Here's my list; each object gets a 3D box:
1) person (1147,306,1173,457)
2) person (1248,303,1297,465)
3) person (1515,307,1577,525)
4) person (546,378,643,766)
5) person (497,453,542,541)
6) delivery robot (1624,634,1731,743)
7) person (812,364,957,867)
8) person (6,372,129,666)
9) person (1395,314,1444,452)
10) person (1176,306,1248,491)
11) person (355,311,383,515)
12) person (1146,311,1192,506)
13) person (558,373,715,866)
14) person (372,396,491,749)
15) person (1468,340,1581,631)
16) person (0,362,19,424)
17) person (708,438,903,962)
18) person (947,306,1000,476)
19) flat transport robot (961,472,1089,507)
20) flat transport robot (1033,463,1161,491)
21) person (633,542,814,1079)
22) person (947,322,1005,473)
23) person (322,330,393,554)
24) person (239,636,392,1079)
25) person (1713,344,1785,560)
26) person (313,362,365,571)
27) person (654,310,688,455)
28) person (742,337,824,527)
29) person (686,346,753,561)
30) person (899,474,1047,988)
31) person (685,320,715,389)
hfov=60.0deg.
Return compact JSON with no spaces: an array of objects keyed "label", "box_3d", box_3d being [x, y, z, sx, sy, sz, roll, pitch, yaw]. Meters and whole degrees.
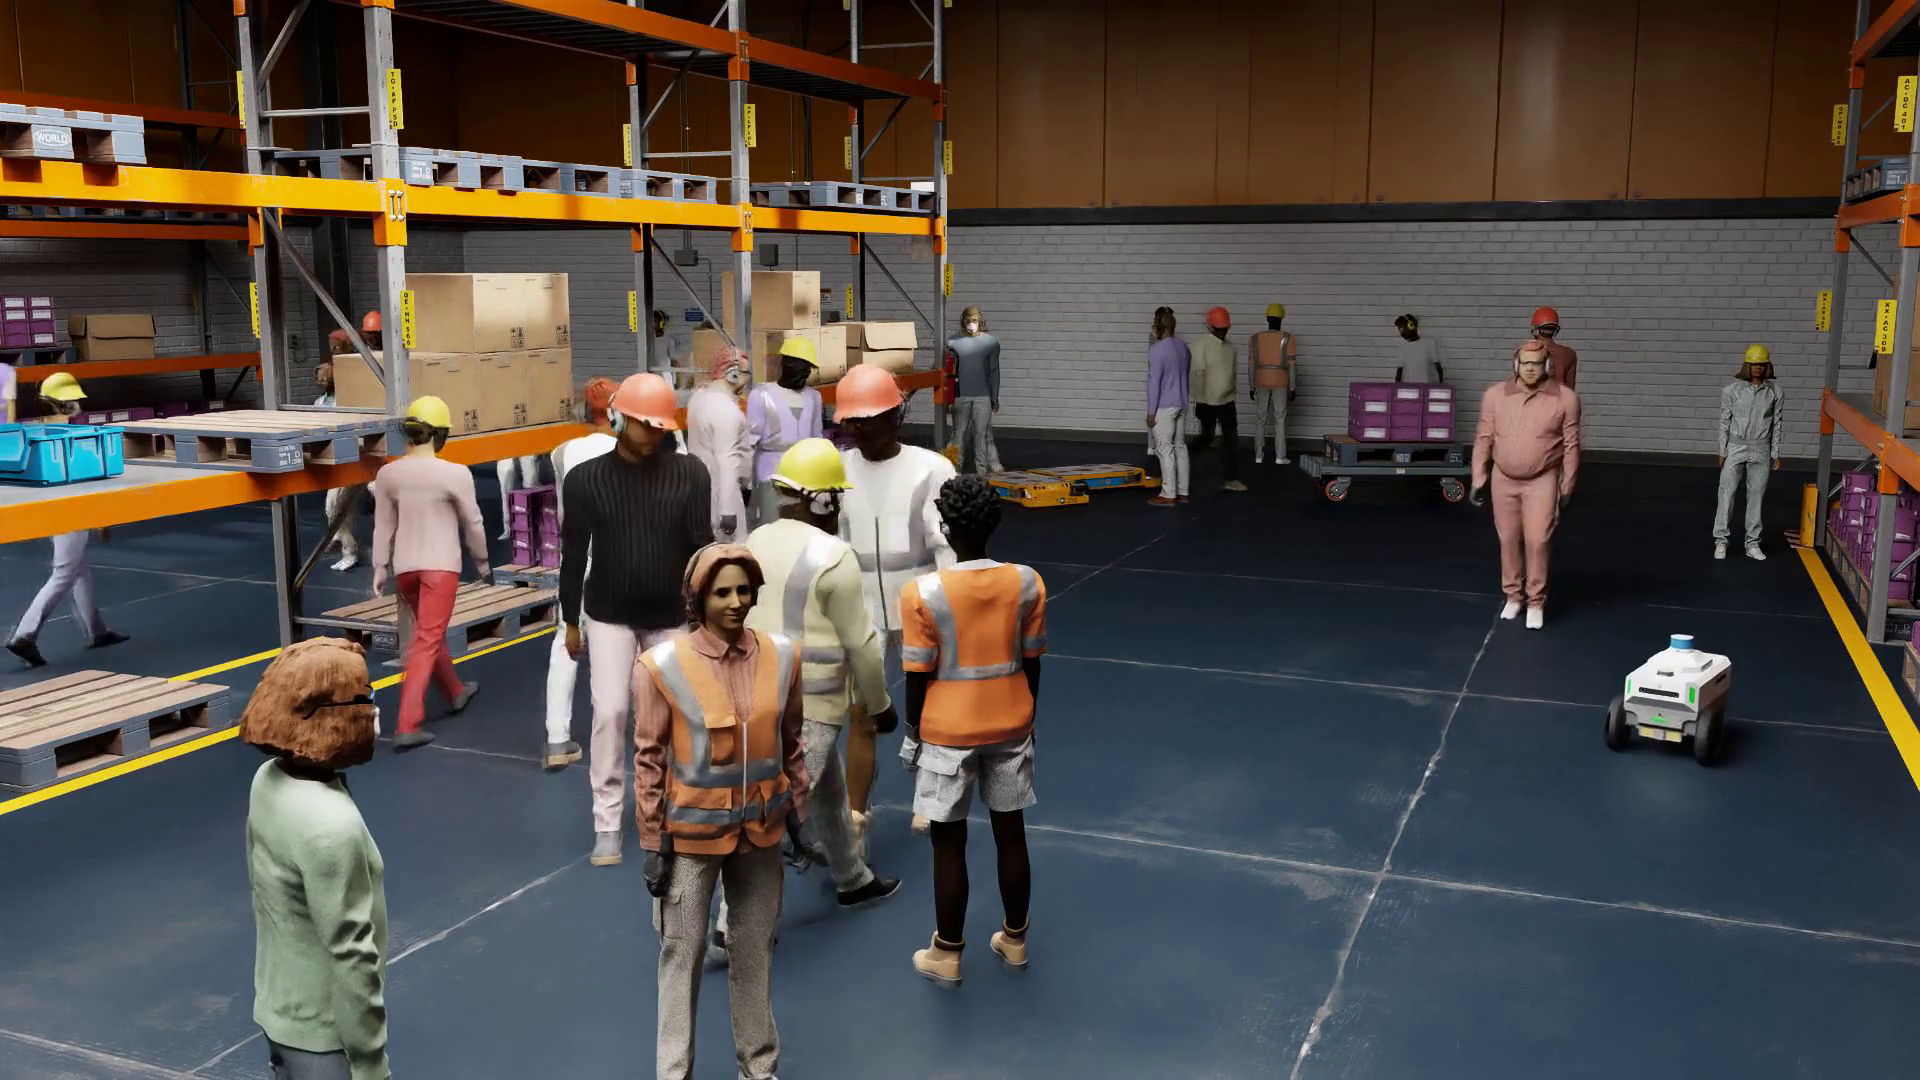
[{"label":"person","box_3d":[2.521,-1.963,20.670,0.328,1.867,0.509,-4,10,-20]},{"label":"person","box_3d":[3.719,-1.851,19.800,0.588,1.927,0.371,4,10,24]},{"label":"person","box_3d":[5.286,-1.115,15.135,0.611,1.996,0.379,-2,10,-10]},{"label":"person","box_3d":[-1.740,0.136,8.087,0.597,1.831,1.025,4,10,23]},{"label":"person","box_3d":[-3.825,-0.822,14.493,0.520,1.619,0.597,2,10,13]},{"label":"delivery robot","box_3d":[3.528,0.707,8.163,0.477,0.478,0.707,7,12,37]},{"label":"person","box_3d":[-0.300,0.300,6.585,0.634,1.969,1.082,2,10,15]},{"label":"person","box_3d":[-5.434,-0.137,10.000,0.529,1.737,0.853,4,10,24]},{"label":"person","box_3d":[5.213,-1.626,18.770,0.651,1.832,0.334,7,11,35]},{"label":"person","box_3d":[2.646,-1.498,17.605,0.663,1.953,0.730,-6,11,-32]},{"label":"person","box_3d":[-5.518,-1.203,15.842,0.542,1.938,0.358,-2,10,-14]},{"label":"person","box_3d":[2.072,-1.298,16.511,0.429,1.920,0.640,8,12,39]},{"label":"person","box_3d":[-1.324,0.279,6.821,0.643,1.954,0.751,-2,10,-12]},{"label":"person","box_3d":[-2.646,0.137,8.381,0.522,1.714,0.905,3,10,17]},{"label":"person","box_3d":[3.680,-0.361,10.927,0.648,1.880,0.752,6,11,32]},{"label":"person","box_3d":[-8.264,-0.864,14.153,0.558,1.822,0.469,-1,9,-3]},{"label":"person","box_3d":[-0.555,0.538,5.780,0.906,1.784,0.573,-7,12,-37]},{"label":"person","box_3d":[0.120,-1.520,17.756,0.635,1.938,0.359,-1,9,-8]},{"label":"flat transport robot","box_3d":[0.621,-0.526,16.781,0.652,0.197,1.431,-6,11,-31]},{"label":"flat transport robot","box_3d":[1.361,-0.651,17.539,1.431,0.197,0.652,-6,11,-31]},{"label":"person","box_3d":[-0.640,0.812,4.527,0.514,1.642,0.310,-6,11,-34]},{"label":"person","box_3d":[0.137,-1.574,18.602,0.966,1.795,0.680,5,11,28]},{"label":"person","box_3d":[-5.043,-0.843,13.956,0.582,1.853,0.935,3,10,18]},{"label":"person","box_3d":[-1.290,1.001,3.406,0.266,1.631,0.507,-7,12,-38]},{"label":"person","box_3d":[6.360,-0.703,13.401,0.484,1.744,0.295,2,10,10]},{"label":"person","box_3d":[-4.836,-0.561,12.884,0.530,1.623,0.416,8,13,42]},{"label":"person","box_3d":[-3.696,-1.873,20.244,0.972,1.819,0.505,-9,13,-44]},{"label":"person","box_3d":[-1.198,-0.432,11.329,0.639,1.890,0.431,-9,13,-43]},{"label":"person","box_3d":[-1.586,-0.262,10.336,0.718,1.872,0.697,-5,10,-26]},{"label":"person","box_3d":[0.041,0.627,5.484,0.533,1.697,0.318,-5,10,-26]},{"label":"person","box_3d":[-2.634,-1.364,17.220,0.514,1.801,0.926,5,11,28]}]
